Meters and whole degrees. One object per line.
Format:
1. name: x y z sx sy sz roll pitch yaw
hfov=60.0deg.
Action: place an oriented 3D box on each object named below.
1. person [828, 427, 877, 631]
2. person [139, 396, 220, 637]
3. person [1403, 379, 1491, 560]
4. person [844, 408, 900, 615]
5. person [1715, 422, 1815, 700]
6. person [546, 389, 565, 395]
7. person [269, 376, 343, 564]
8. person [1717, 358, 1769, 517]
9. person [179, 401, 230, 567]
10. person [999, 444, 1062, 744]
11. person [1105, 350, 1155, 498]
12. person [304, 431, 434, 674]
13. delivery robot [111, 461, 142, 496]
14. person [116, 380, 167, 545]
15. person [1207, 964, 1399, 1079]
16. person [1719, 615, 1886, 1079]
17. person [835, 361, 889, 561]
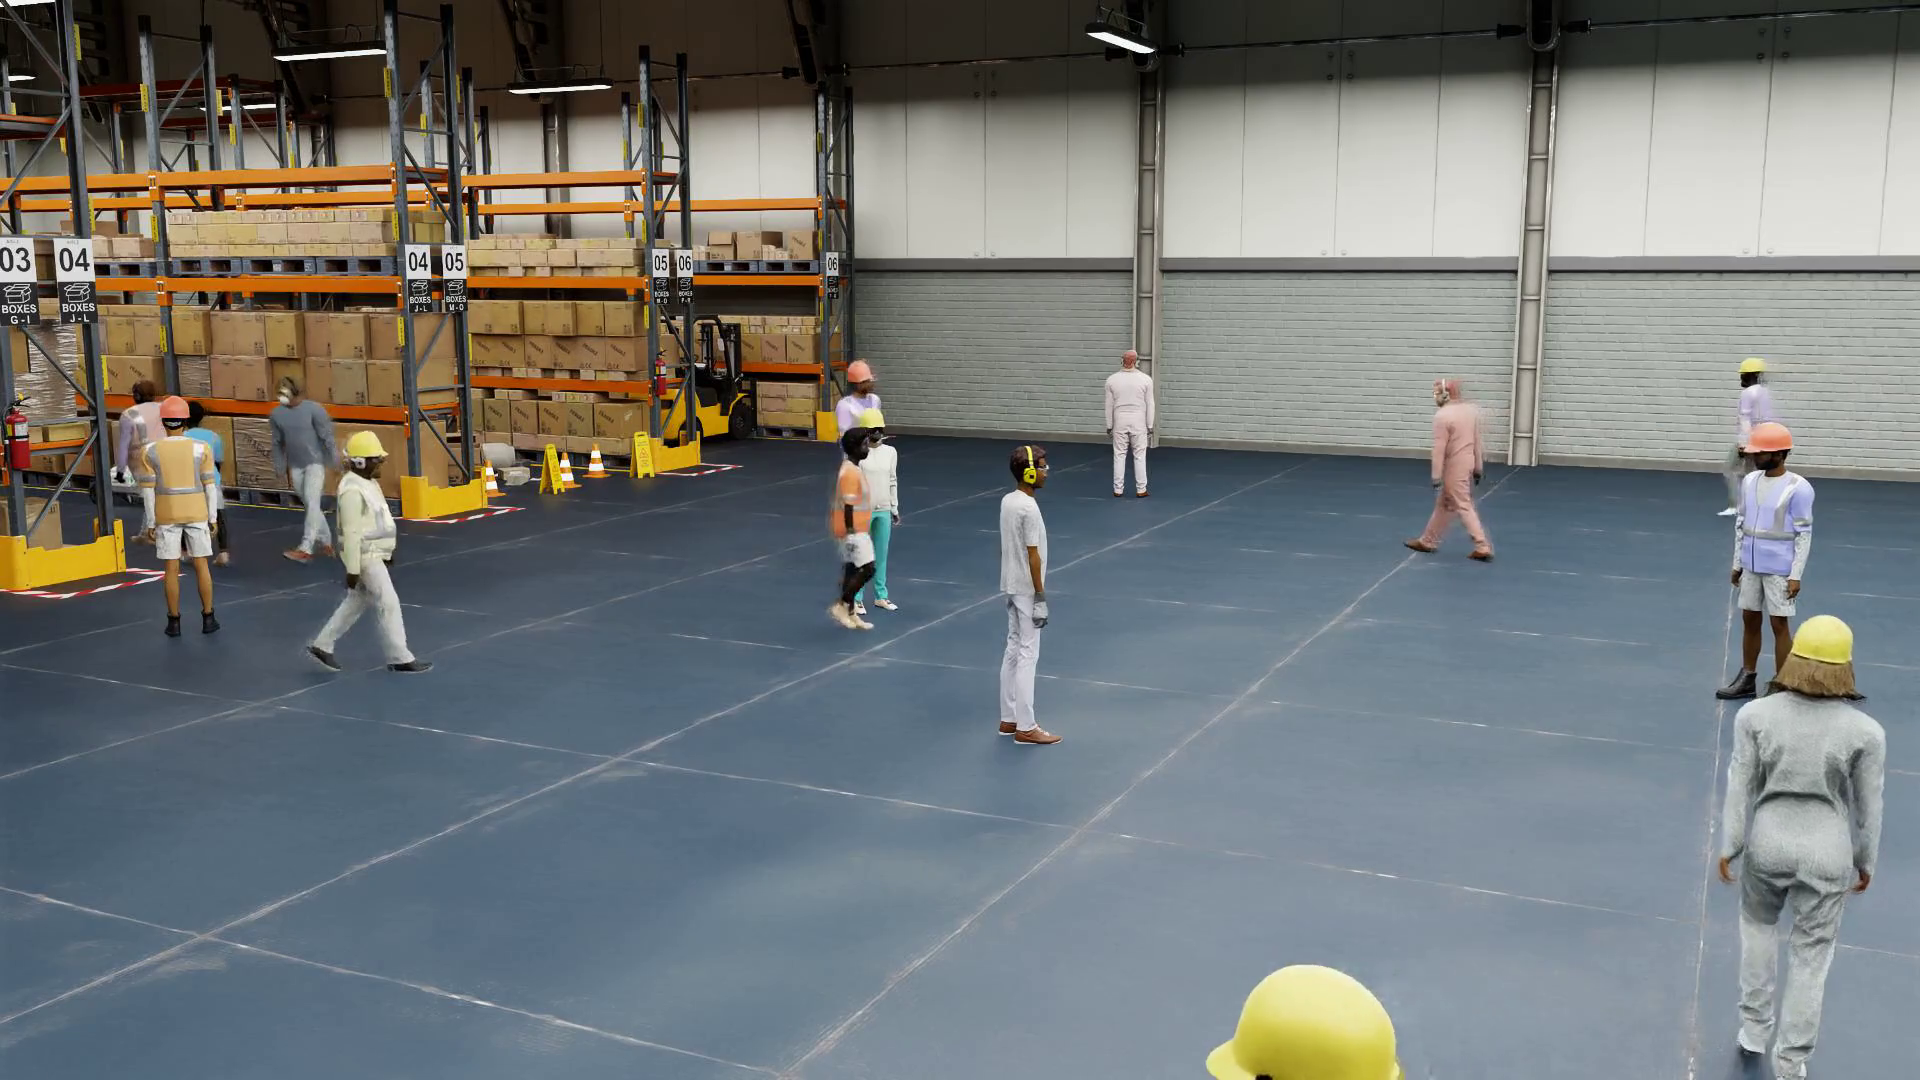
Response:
1. person: -0.840 -0.076 13.437 0.369 1.683 0.554 0 9 -1
2. person: -6.266 -0.189 13.387 0.545 1.938 0.361 -4 10 -25
3. person: 5.056 -0.723 16.986 0.993 1.843 0.708 8 12 41
4. person: -0.749 -0.249 14.282 0.529 1.768 0.312 -6 11 -35
5. person: 5.415 0.174 11.179 0.379 1.931 0.548 -4 10 -22
6. person: -6.544 -2.415 27.297 0.951 1.841 0.599 7 12 38
7. person: -6.600 -0.709 16.755 0.714 1.879 0.884 2 9 12
8. person: 9.243 -1.192 19.627 0.607 1.904 0.587 -9 13 -42
9. person: -7.580 -0.559 16.539 0.895 1.642 0.541 6 11 34
10. person: 0.421 0.336 10.374 0.328 1.872 0.514 -4 10 -21
11. person: 2.200 -1.494 21.483 0.636 1.909 0.406 2 10 15
12. person: -4.357 0.101 12.055 0.879 1.803 0.593 -2 10 -13
13. delivery robot: -10.464 -0.758 20.818 0.707 0.478 0.477 4 10 25
14. person: -8.520 -0.785 17.488 0.950 1.798 0.641 5 11 30
15. person: 0.596 1.587 2.713 1.015 1.873 0.600 5 10 27
16. person: 3.059 1.114 6.055 0.508 1.720 0.577 5 11 29
17. person: -1.000 -0.800 16.908 0.412 2.017 0.684 7 12 36
